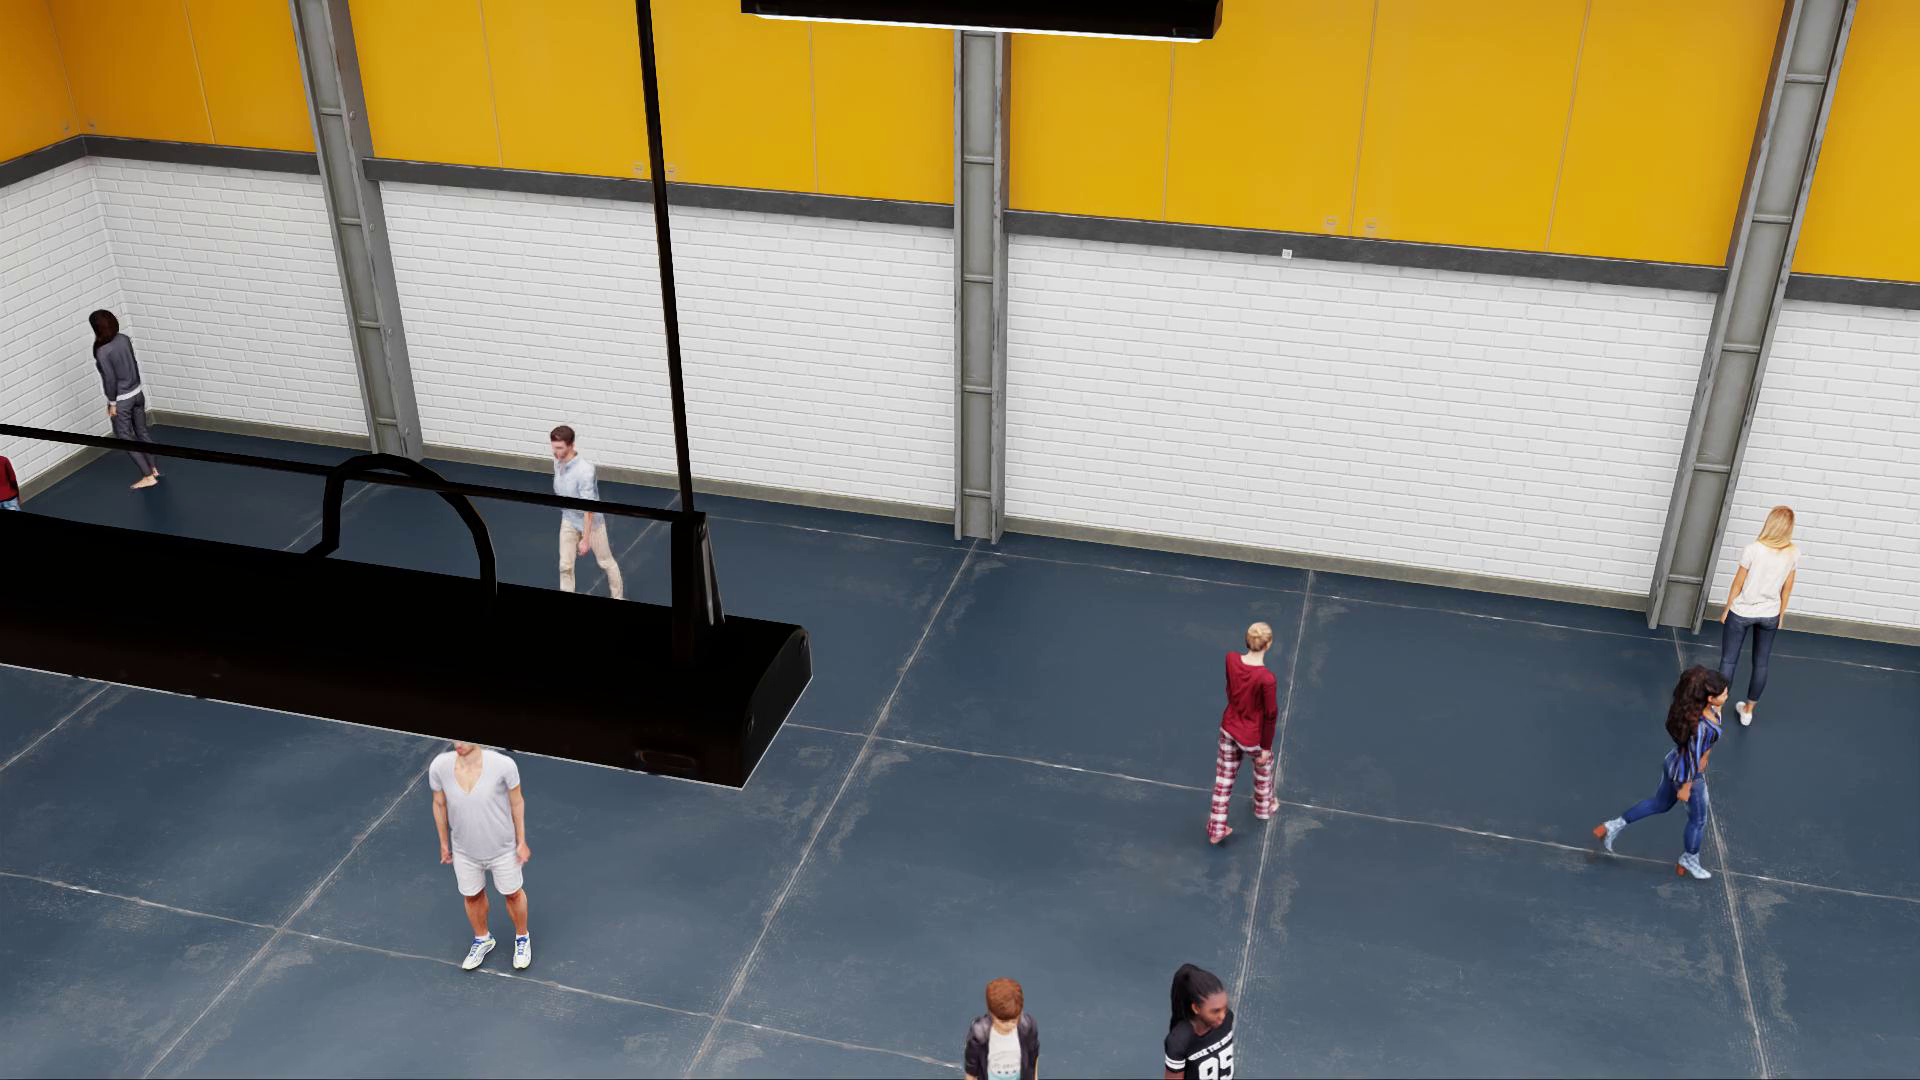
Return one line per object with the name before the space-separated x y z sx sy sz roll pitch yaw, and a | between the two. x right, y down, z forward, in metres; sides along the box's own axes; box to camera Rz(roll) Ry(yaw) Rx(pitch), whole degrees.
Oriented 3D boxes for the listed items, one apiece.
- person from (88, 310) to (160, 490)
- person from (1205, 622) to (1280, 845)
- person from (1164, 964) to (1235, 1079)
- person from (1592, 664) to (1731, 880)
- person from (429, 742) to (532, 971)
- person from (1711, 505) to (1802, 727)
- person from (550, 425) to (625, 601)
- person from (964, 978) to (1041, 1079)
person | -7.962 -1.372 15.876 0.610 1.770 0.647 8 30 14
person | 1.849 1.306 11.065 0.968 1.675 0.950 23 36 35
person | 1.160 2.821 8.226 0.711 1.734 0.740 -24 37 -37
person | 4.614 1.506 10.781 0.982 1.596 0.602 7 29 12
person | -2.854 1.787 9.998 0.596 1.854 0.803 0 29 -1
person | 5.871 0.565 12.283 0.499 1.811 0.673 1 29 2
person | -3.018 -0.155 13.606 1.033 1.807 0.940 21 35 33
person | 0.215 2.789 8.614 0.923 1.420 0.828 -4 29 -7
